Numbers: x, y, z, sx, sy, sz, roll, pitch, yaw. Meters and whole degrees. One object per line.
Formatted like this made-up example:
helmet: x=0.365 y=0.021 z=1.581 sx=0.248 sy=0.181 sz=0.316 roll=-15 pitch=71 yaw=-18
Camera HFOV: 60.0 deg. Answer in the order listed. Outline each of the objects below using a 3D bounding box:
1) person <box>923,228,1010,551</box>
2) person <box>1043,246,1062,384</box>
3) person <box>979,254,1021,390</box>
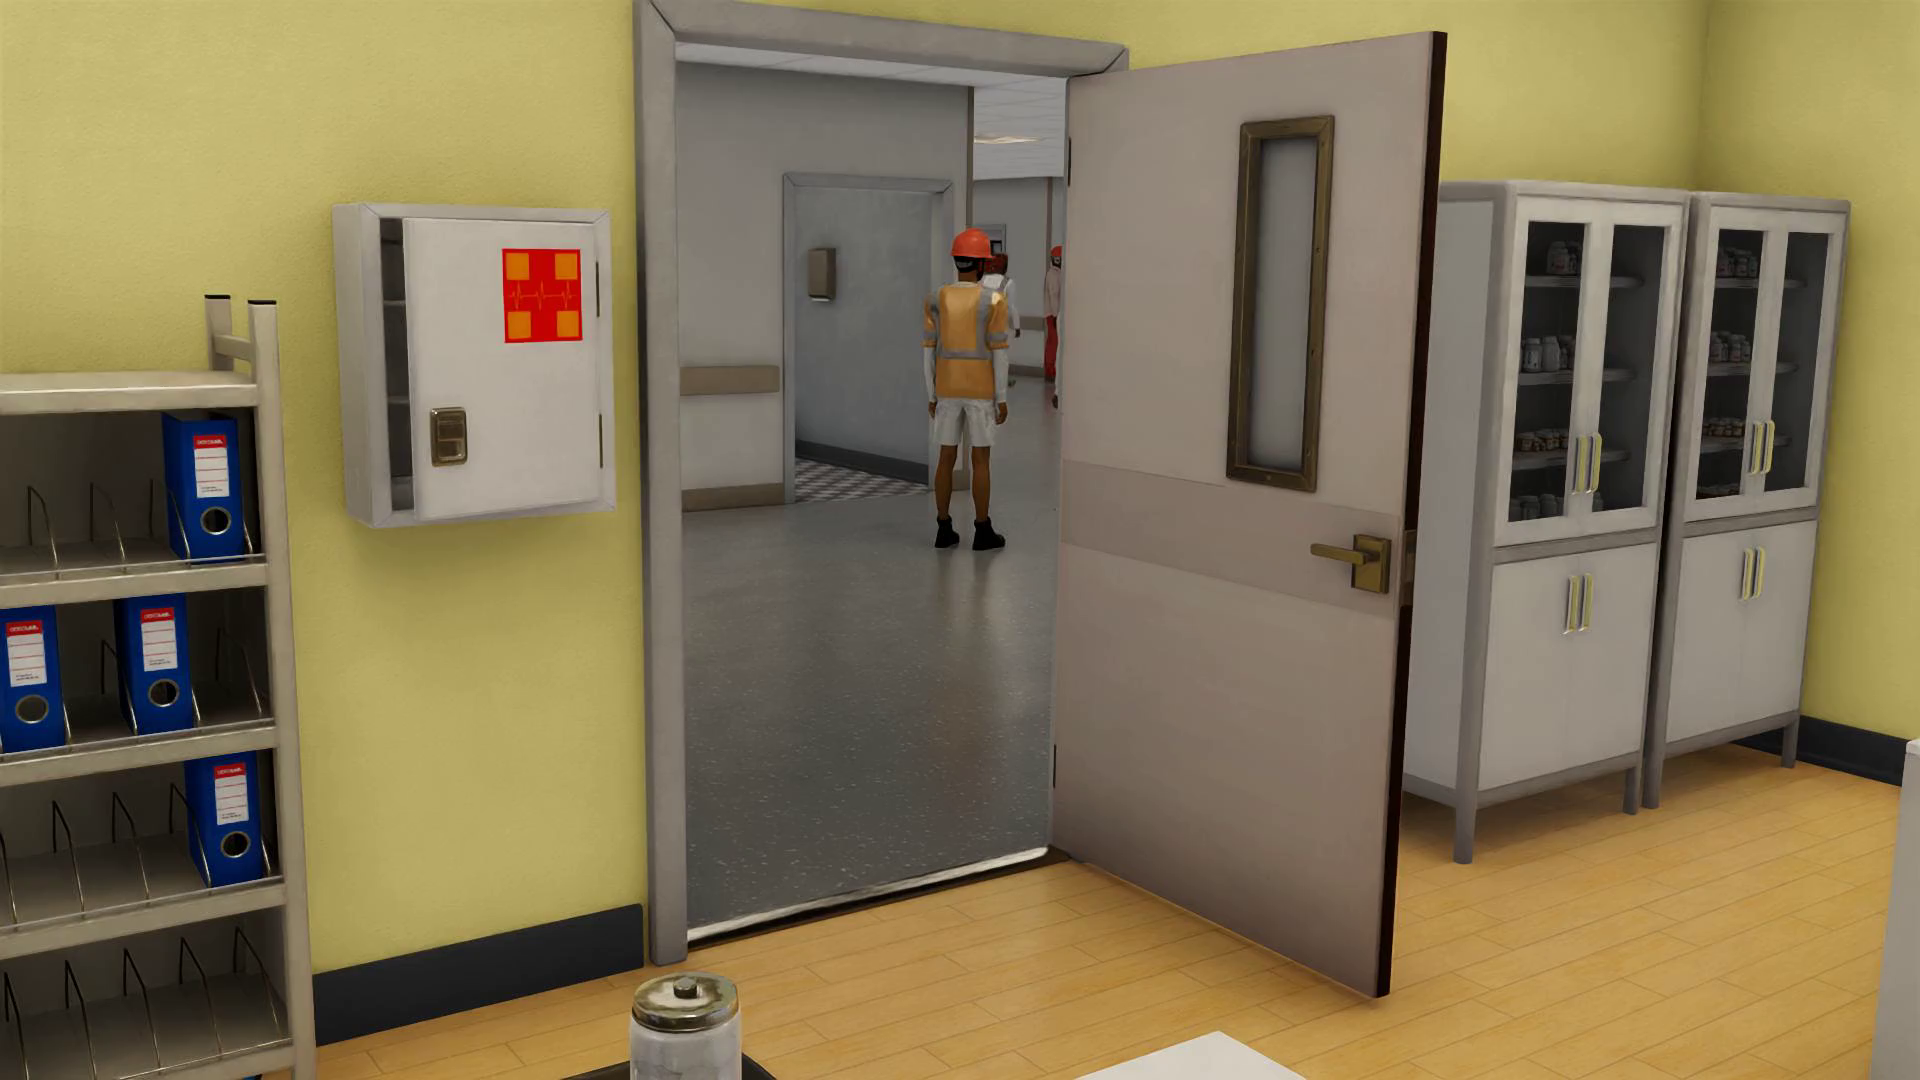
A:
person: x=0.047 y=-0.902 z=10.068 sx=0.546 sy=1.938 sz=0.361 roll=5 pitch=10 yaw=22
person: x=1.392 y=-3.260 z=24.114 sx=0.384 sy=1.991 sz=0.609 roll=1 pitch=10 yaw=1
person: x=0.566 y=-2.890 z=22.263 sx=0.602 sy=1.840 sz=0.926 roll=9 pitch=12 yaw=39
